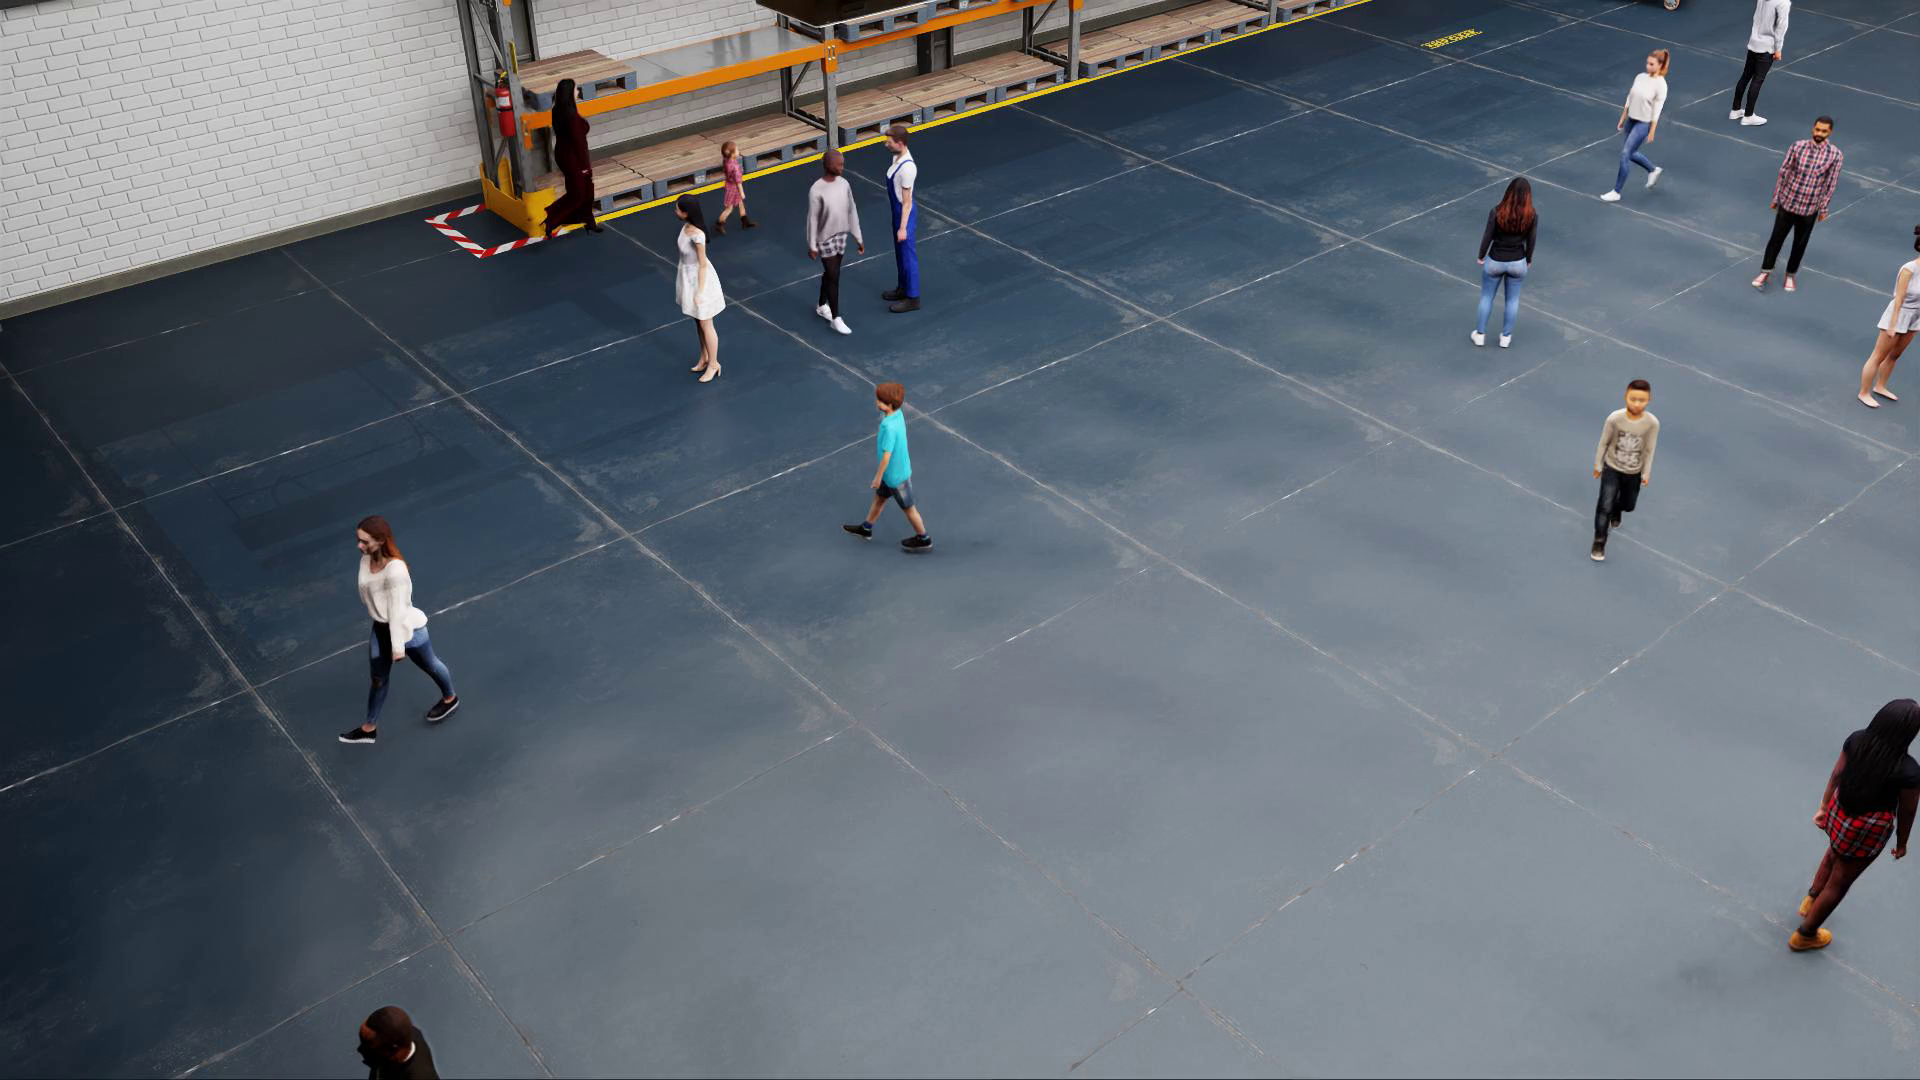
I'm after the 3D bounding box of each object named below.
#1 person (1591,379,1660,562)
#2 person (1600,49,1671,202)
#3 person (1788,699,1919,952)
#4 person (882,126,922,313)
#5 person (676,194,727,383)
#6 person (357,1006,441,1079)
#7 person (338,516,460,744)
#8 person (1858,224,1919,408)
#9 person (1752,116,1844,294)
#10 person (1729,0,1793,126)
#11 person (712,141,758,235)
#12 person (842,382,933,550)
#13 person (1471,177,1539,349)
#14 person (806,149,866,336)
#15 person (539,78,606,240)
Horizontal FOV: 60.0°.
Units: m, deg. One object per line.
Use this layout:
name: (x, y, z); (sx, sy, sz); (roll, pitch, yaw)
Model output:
person: (5.025, -0.571, 12.603); (0.816, 1.449, 0.926); (9, 35, 13)
person: (7.594, -4.588, 18.418); (1.098, 1.702, 0.881); (-8, 35, -13)
person: (4.841, 1.609, 9.092); (0.776, 1.706, 0.693); (-14, 36, -20)
person: (-0.545, -3.125, 16.083); (0.725, 1.851, 0.716); (-6, 34, -10)
person: (-2.339, -2.258, 14.847); (0.749, 1.775, 0.737); (-11, 35, -16)
person: (-2.322, 2.710, 7.256); (0.625, 1.904, 0.730); (-21, 39, -28)
person: (-3.548, 0.538, 10.752); (0.744, 1.652, 1.086); (27, 42, 34)
person: (8.244, -1.953, 14.546); (0.554, 1.600, 0.674); (-16, 37, -23)
person: (8.338, -3.346, 16.497); (0.762, 1.761, 0.719); (19, 38, 26)
person: (9.911, -6.124, 20.525); (0.741, 1.929, 0.767); (-8, 34, -12)
person: (-2.464, -3.757, 17.790); (0.775, 1.014, 0.523); (-16, 37, -23)
person: (-0.426, -0.527, 12.571); (0.982, 1.411, 0.906); (2, 34, 2)
person: (5.071, -2.579, 15.462); (0.718, 1.629, 0.766); (5, 34, 7)
person: (-1.289, -2.879, 15.809); (0.741, 1.745, 0.821); (28, 43, 35)
person: (-4.136, -3.936, 17.410); (1.005, 1.732, 0.749); (-19, 38, -27)
